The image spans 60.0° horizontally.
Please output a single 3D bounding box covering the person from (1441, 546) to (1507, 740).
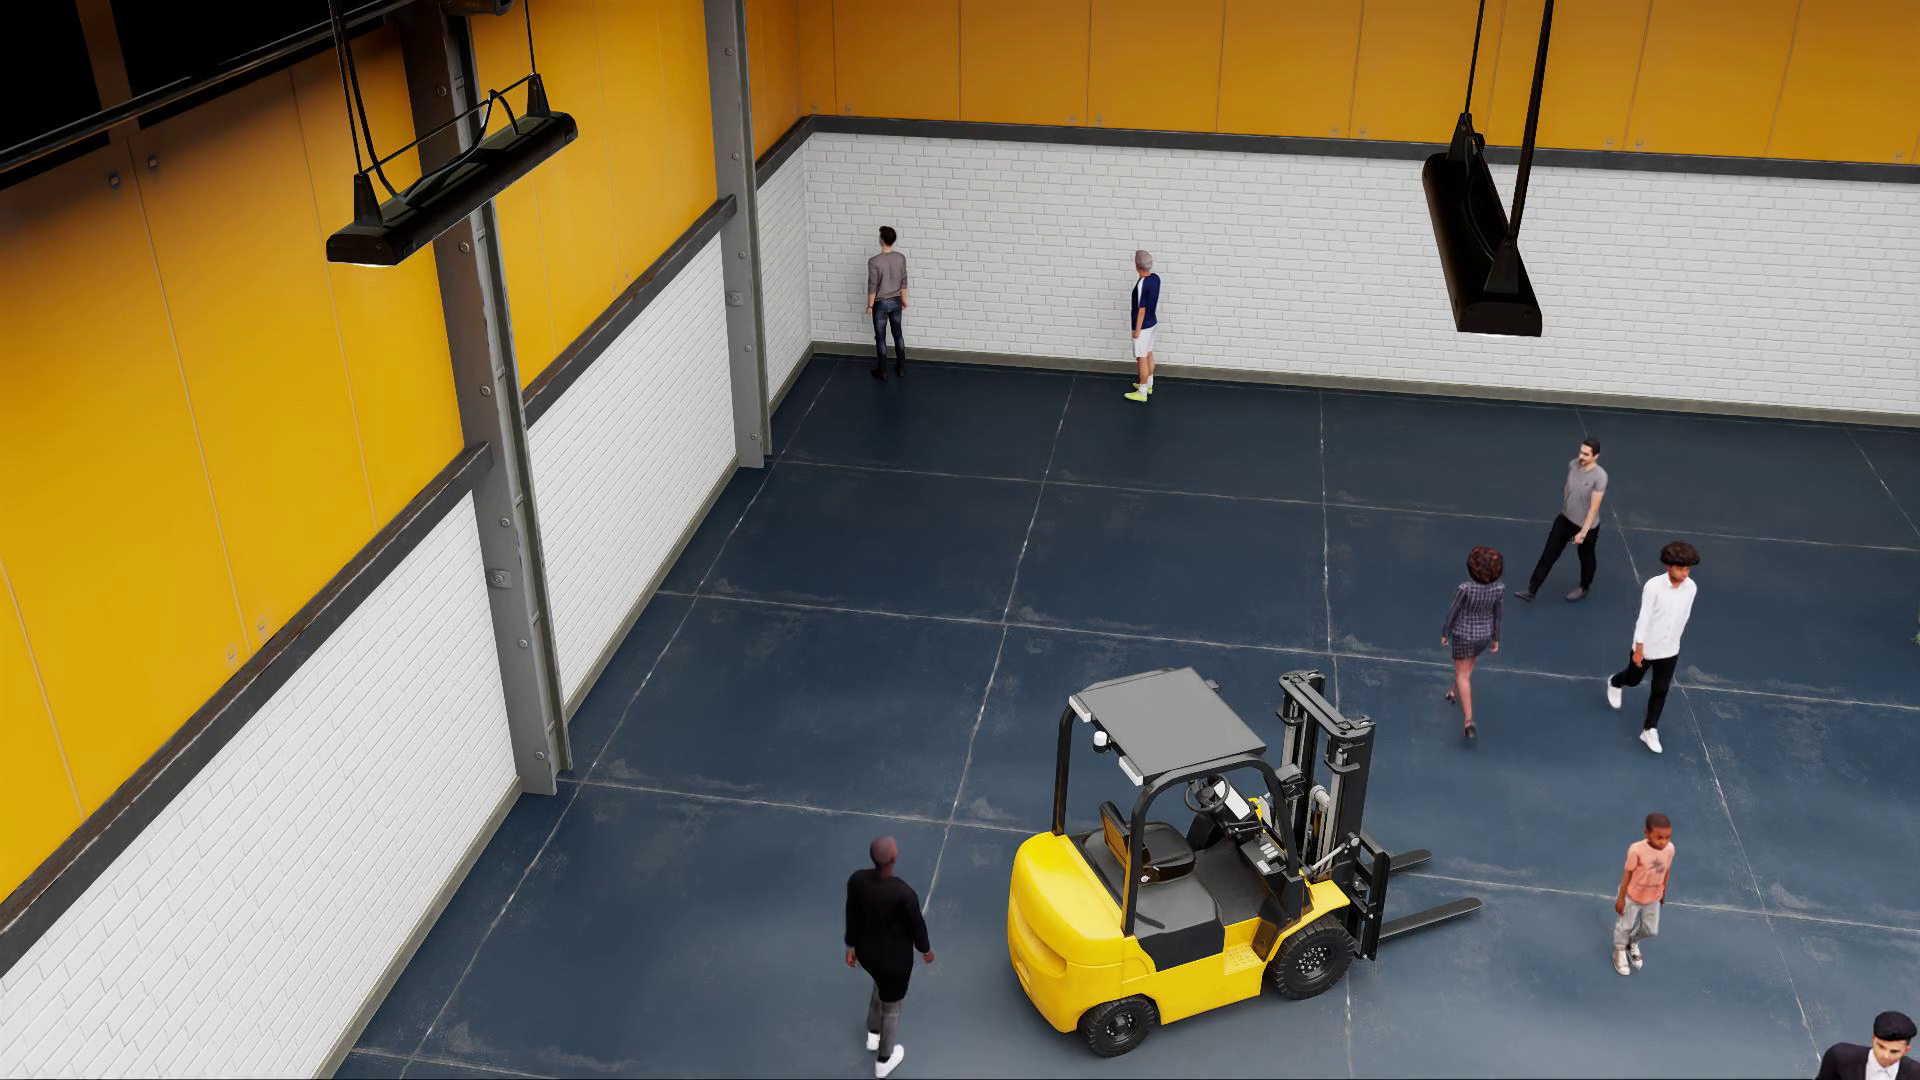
[{"bbox_3d":[4.213,0.861,13.636,0.801,1.668,1.089,-2,29,-5],"label":"person"}]

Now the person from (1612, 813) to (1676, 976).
[{"bbox_3d":[4.595,2.344,11.300,0.539,1.301,0.543,0,29,1],"label":"person"}]

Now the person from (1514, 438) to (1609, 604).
[{"bbox_3d":[5.825,-0.173,15.488,1.143,1.710,1.099,-17,33,-28],"label":"person"}]

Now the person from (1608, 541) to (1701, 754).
[{"bbox_3d":[5.664,0.794,13.640,0.806,1.783,1.163,-2,29,-3],"label":"person"}]

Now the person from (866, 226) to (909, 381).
[{"bbox_3d":[-0.881,-2.889,20.257,0.785,1.911,0.805,-14,31,-23],"label":"person"}]

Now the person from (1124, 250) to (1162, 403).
[{"bbox_3d":[2.186,-2.548,19.715,0.749,1.832,0.582,13,31,22],"label":"person"}]

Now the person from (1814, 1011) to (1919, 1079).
[{"bbox_3d":[4.908,3.235,9.076,0.837,1.867,0.830,17,33,28],"label":"person"}]

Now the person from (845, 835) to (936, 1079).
[{"bbox_3d":[-0.521,2.631,10.309,0.769,1.746,0.792,18,34,30],"label":"person"}]
